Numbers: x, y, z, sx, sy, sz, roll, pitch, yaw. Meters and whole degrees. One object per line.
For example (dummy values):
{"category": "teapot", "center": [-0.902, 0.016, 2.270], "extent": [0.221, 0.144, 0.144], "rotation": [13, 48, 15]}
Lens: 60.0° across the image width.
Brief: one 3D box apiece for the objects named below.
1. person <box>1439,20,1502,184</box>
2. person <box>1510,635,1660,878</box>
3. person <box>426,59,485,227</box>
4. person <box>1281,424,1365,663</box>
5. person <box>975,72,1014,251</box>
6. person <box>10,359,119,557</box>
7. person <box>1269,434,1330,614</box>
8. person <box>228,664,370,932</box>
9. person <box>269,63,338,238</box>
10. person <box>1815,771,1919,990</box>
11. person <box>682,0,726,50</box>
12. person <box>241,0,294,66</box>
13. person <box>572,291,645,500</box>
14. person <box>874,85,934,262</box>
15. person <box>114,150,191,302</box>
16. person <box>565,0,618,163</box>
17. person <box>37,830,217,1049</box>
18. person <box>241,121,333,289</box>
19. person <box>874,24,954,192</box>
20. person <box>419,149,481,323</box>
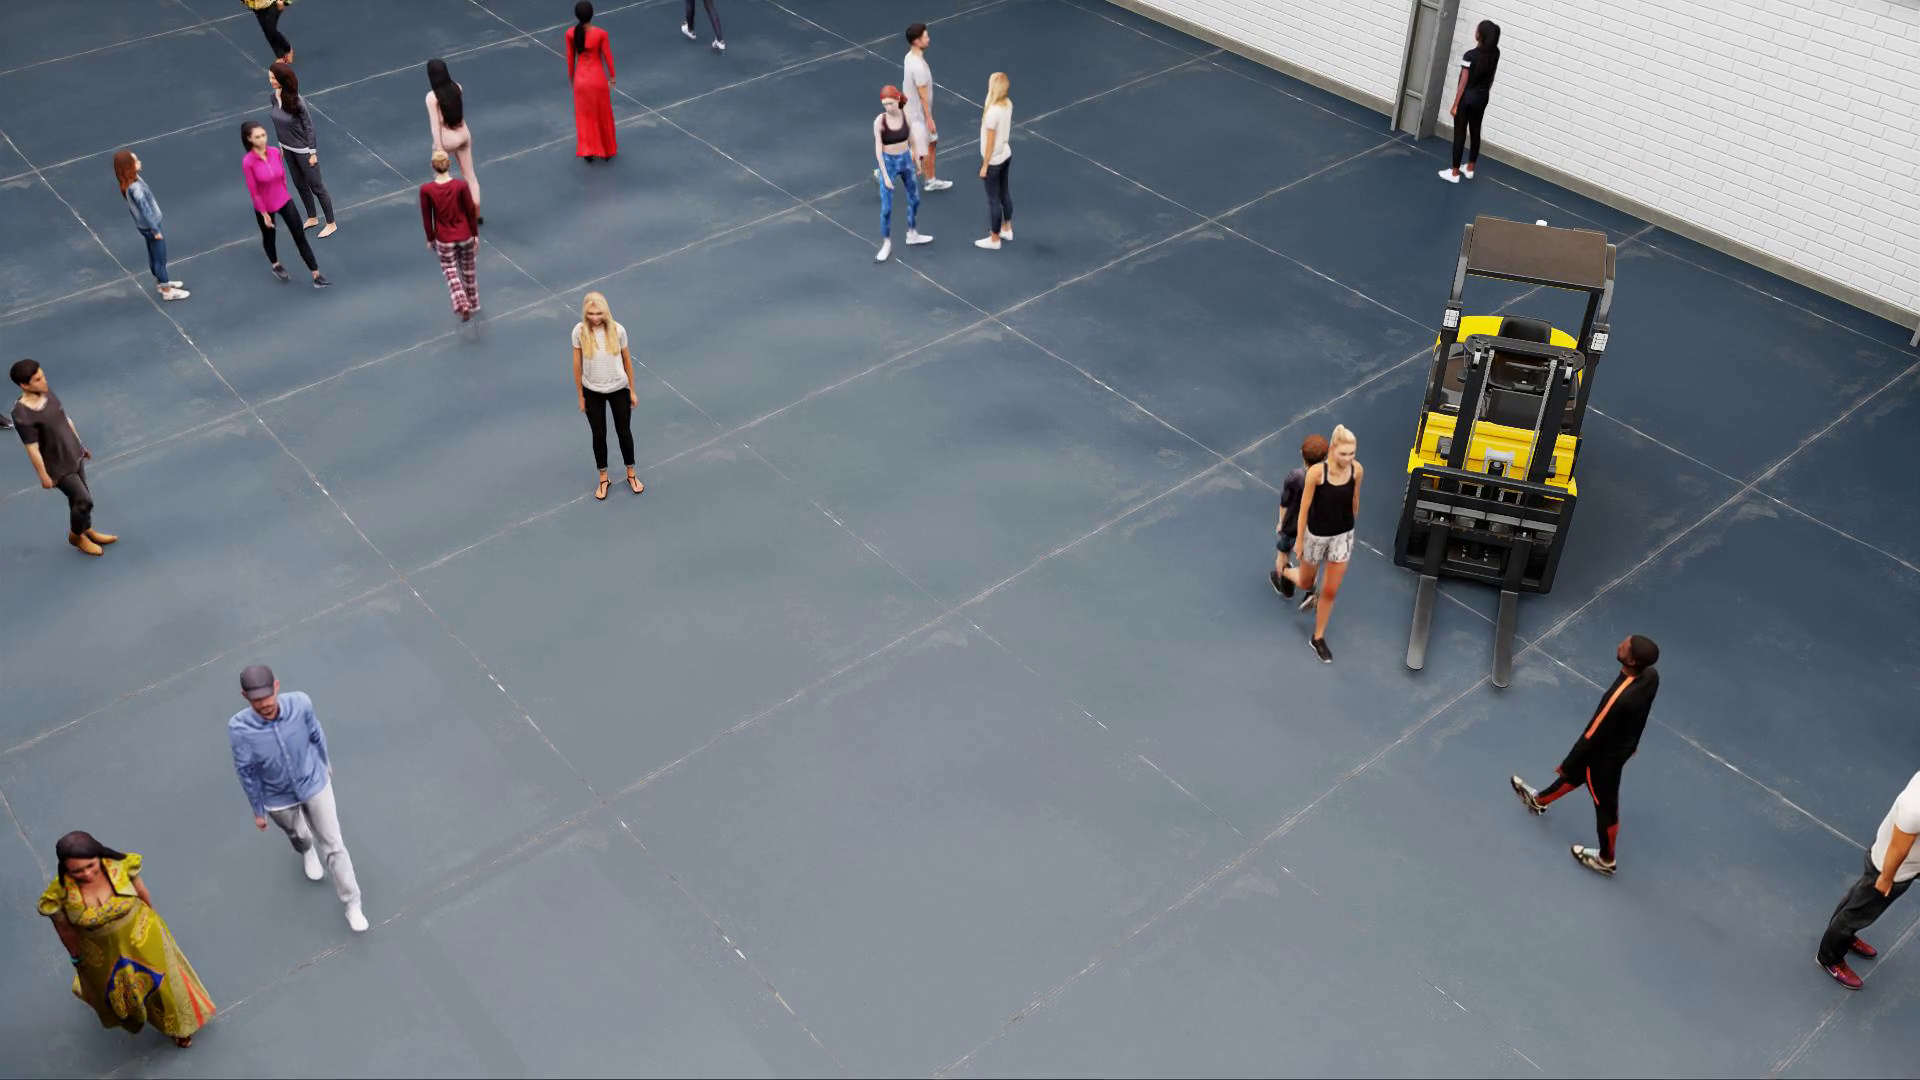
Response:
{"category": "person", "center": [5.362, -4.598, 17.418], "extent": [0.669, 1.730, 0.642], "rotation": [-16, 41, -19]}
{"category": "person", "center": [3.958, 1.328, 9.959], "extent": [0.700, 1.779, 1.077], "rotation": [-31, 48, -33]}
{"category": "person", "center": [-4.994, -3.938, 16.618], "extent": [0.932, 1.698, 0.773], "rotation": [22, 43, 25]}
{"category": "person", "center": [2.542, -0.069, 11.672], "extent": [0.927, 1.824, 1.140], "rotation": [-8, 39, -10]}
{"category": "person", "center": [0.383, -3.699, 16.225], "extent": [0.653, 1.814, 0.667], "rotation": [17, 42, 20]}
{"category": "person", "center": [-6.824, -0.622, 12.461], "extent": [0.772, 1.703, 0.688], "rotation": [-1, 39, -1]}
{"category": "person", "center": [2.489, -0.094, 12.018], "extent": [0.797, 1.430, 0.931], "rotation": [-6, 39, -8]}
{"category": "person", "center": [-3.952, 1.415, 9.800], "extent": [0.796, 1.842, 1.192], "rotation": [-20, 43, -23]}
{"category": "person", "center": [-6.551, -3.878, 16.486], "extent": [0.603, 1.768, 0.748], "rotation": [17, 42, 20]}
{"category": "person", "center": [5.263, 1.782, 9.385], "extent": [0.573, 1.797, 0.657], "rotation": [30, 47, 32]}
{"category": "person", "center": [-3.119, -6.816, 20.165], "extent": [0.775, 1.767, 1.178], "rotation": [-21, 43, -25]}
{"category": "person", "center": [-8.200, -6.417, 19.766], "extent": [0.838, 1.643, 0.917], "rotation": [15, 41, 18]}
{"category": "person", "center": [-2.774, -1.157, 13.036], "extent": [0.684, 1.823, 0.676], "rotation": [-9, 39, -11]}
{"category": "person", "center": [-0.590, -3.574, 16.112], "extent": [0.855, 1.770, 0.628], "rotation": [-27, 46, -29]}
{"category": "person", "center": [-7.597, -2.950, 15.558], "extent": [0.644, 1.476, 0.453], "rotation": [-23, 44, -26]}
{"category": "person", "center": [-3.933, -4.837, 17.684], "extent": [0.798, 1.782, 0.834], "rotation": [-2, 39, -3]}
{"category": "person", "center": [-4.614, 2.136, 9.062], "extent": [0.944, 1.646, 0.769], "rotation": [31, 48, 33]}
{"category": "person", "center": [-6.529, -3.162, 15.684], "extent": [1.119, 1.661, 0.698], "rotation": [29, 47, 31]}
{"category": "person", "center": [-0.508, -4.356, 17.037], "extent": [1.092, 1.828, 1.124], "rotation": [-5, 39, -6]}
{"category": "person", "center": [-4.598, -2.732, 15.119], "extent": [0.793, 1.683, 0.928], "rotation": [-12, 40, -14]}
